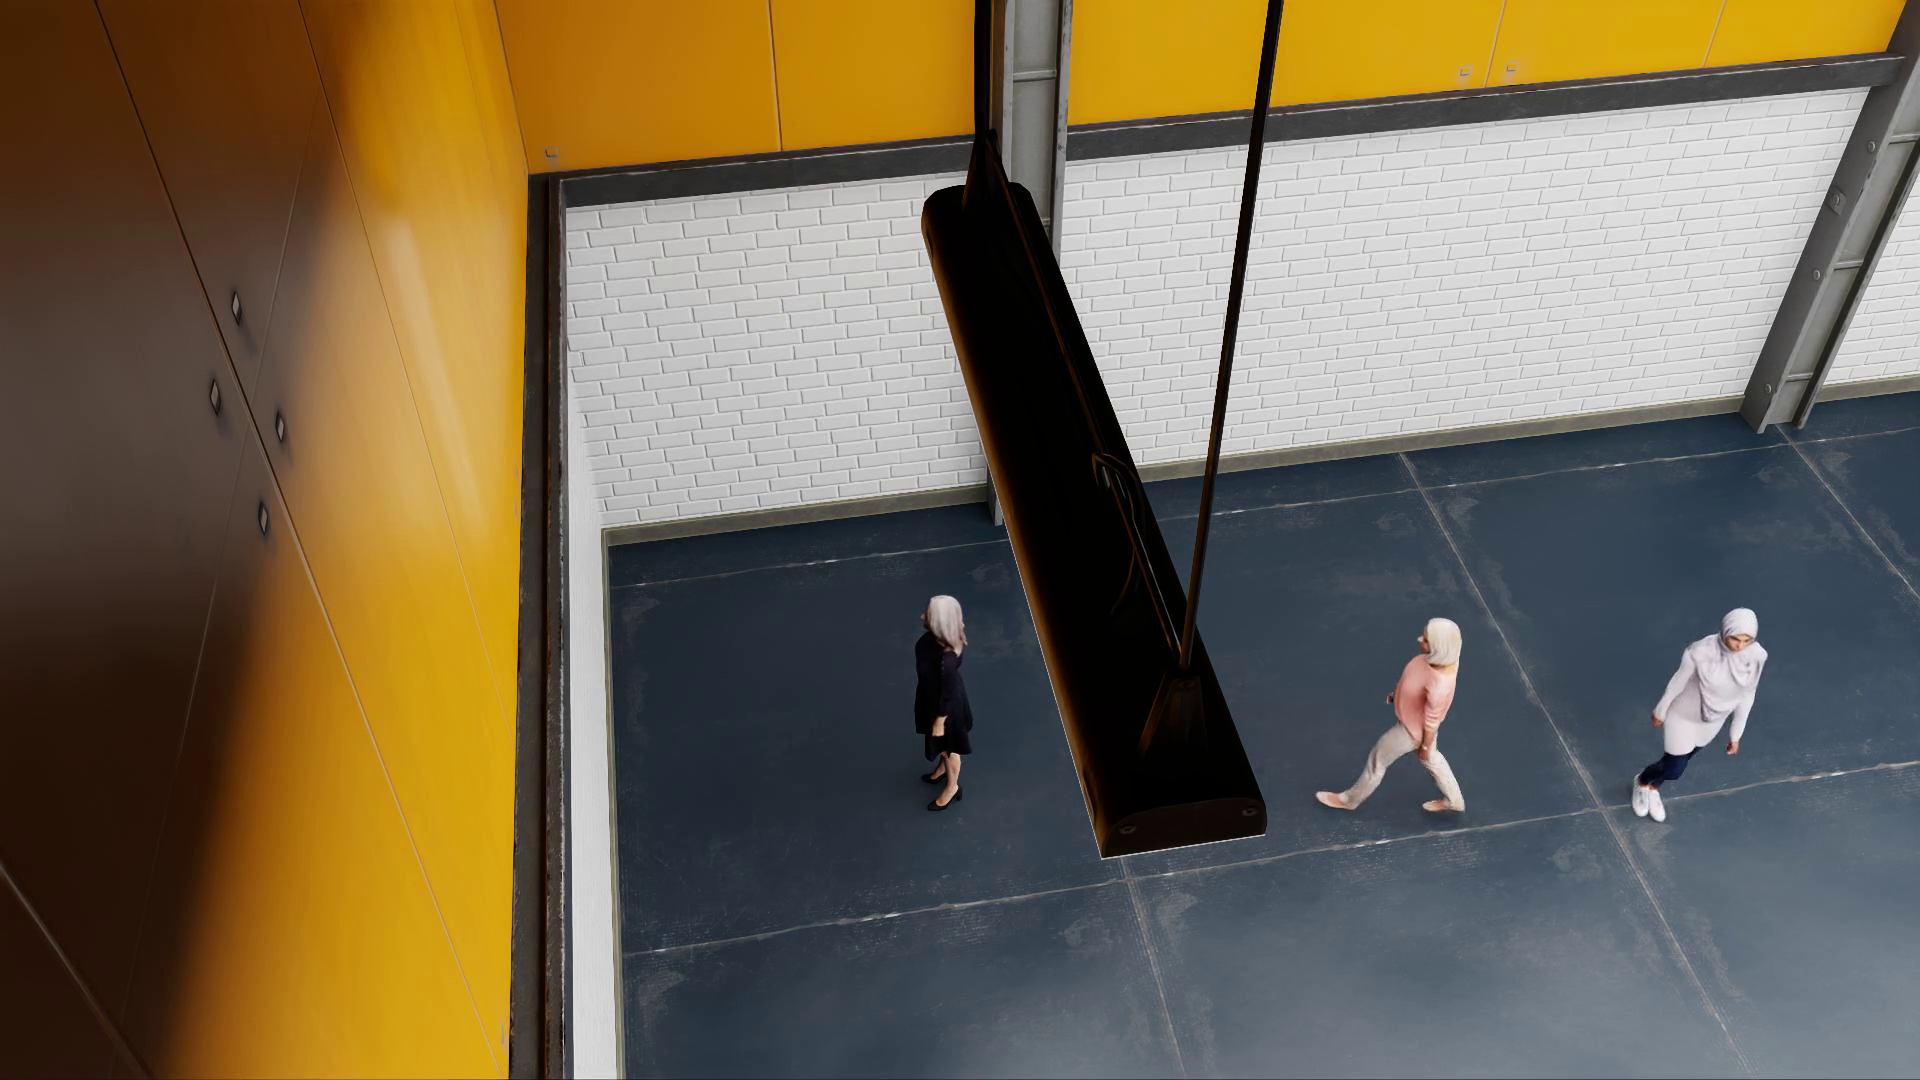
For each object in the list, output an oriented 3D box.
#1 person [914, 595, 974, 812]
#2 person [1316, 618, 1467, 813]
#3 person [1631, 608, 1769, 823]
[{"bbox_3d":[-0.110,0.946,9.719,0.568,1.747,0.600,-5,44,-5],"label":"person"},{"bbox_3d":[2.734,1.056,9.647,1.193,1.686,0.958,12,45,12],"label":"person"},{"bbox_3d":[4.268,0.961,9.693,0.591,1.762,0.703,-1,44,-1],"label":"person"}]
